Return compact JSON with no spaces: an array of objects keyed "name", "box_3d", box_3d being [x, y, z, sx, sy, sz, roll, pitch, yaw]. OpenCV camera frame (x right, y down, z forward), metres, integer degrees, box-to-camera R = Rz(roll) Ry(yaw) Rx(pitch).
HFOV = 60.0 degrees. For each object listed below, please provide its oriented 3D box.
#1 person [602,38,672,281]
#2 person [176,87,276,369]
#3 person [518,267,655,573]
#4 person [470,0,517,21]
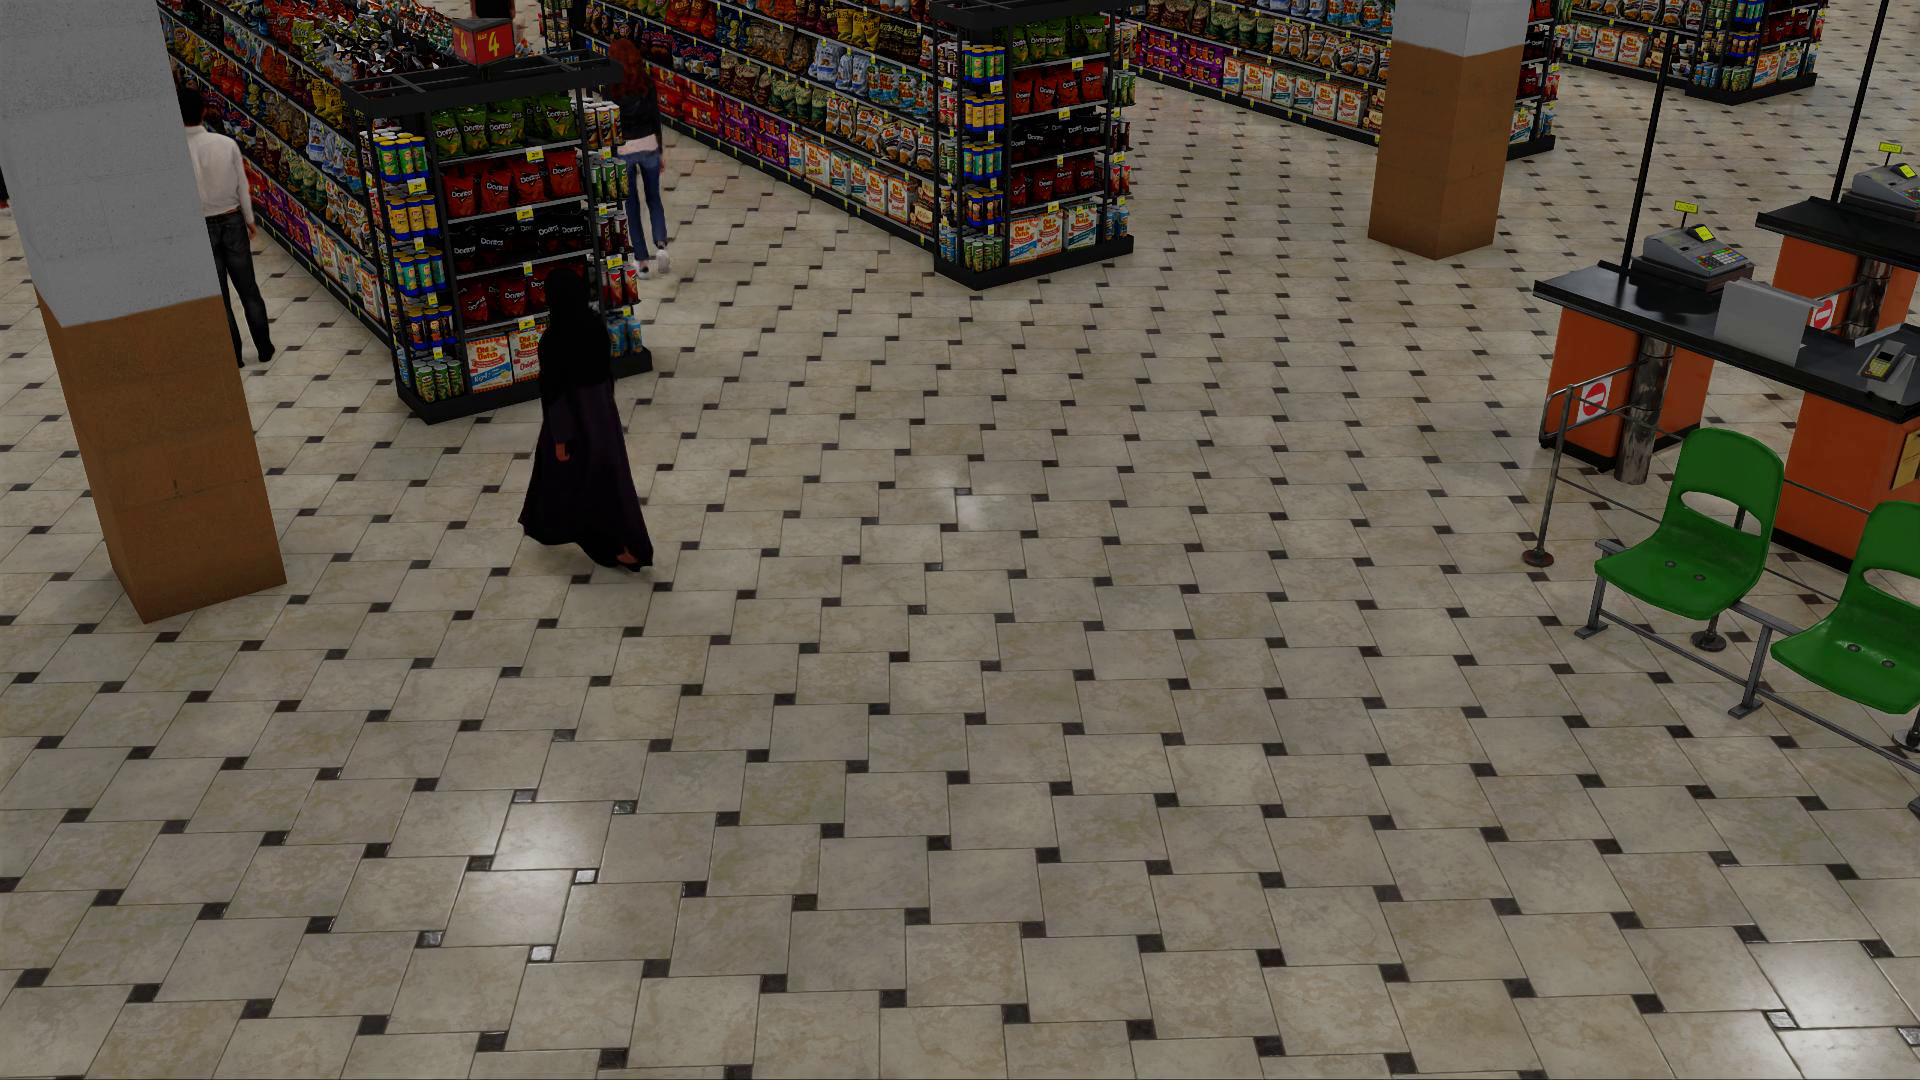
[{"name":"person","box_3d":[-2.312,-2.712,12.050,0.661,1.777,0.881,-14,32,-23]},{"name":"person","box_3d":[-4.784,-1.997,10.706,0.661,1.811,0.550,-16,32,-27]},{"name":"person","box_3d":[-1.838,-0.573,8.305,1.168,1.611,0.827,22,35,34]},{"name":"person","box_3d":[-4.777,-5.414,17.081,0.838,1.699,1.217,-9,30,-16]}]
